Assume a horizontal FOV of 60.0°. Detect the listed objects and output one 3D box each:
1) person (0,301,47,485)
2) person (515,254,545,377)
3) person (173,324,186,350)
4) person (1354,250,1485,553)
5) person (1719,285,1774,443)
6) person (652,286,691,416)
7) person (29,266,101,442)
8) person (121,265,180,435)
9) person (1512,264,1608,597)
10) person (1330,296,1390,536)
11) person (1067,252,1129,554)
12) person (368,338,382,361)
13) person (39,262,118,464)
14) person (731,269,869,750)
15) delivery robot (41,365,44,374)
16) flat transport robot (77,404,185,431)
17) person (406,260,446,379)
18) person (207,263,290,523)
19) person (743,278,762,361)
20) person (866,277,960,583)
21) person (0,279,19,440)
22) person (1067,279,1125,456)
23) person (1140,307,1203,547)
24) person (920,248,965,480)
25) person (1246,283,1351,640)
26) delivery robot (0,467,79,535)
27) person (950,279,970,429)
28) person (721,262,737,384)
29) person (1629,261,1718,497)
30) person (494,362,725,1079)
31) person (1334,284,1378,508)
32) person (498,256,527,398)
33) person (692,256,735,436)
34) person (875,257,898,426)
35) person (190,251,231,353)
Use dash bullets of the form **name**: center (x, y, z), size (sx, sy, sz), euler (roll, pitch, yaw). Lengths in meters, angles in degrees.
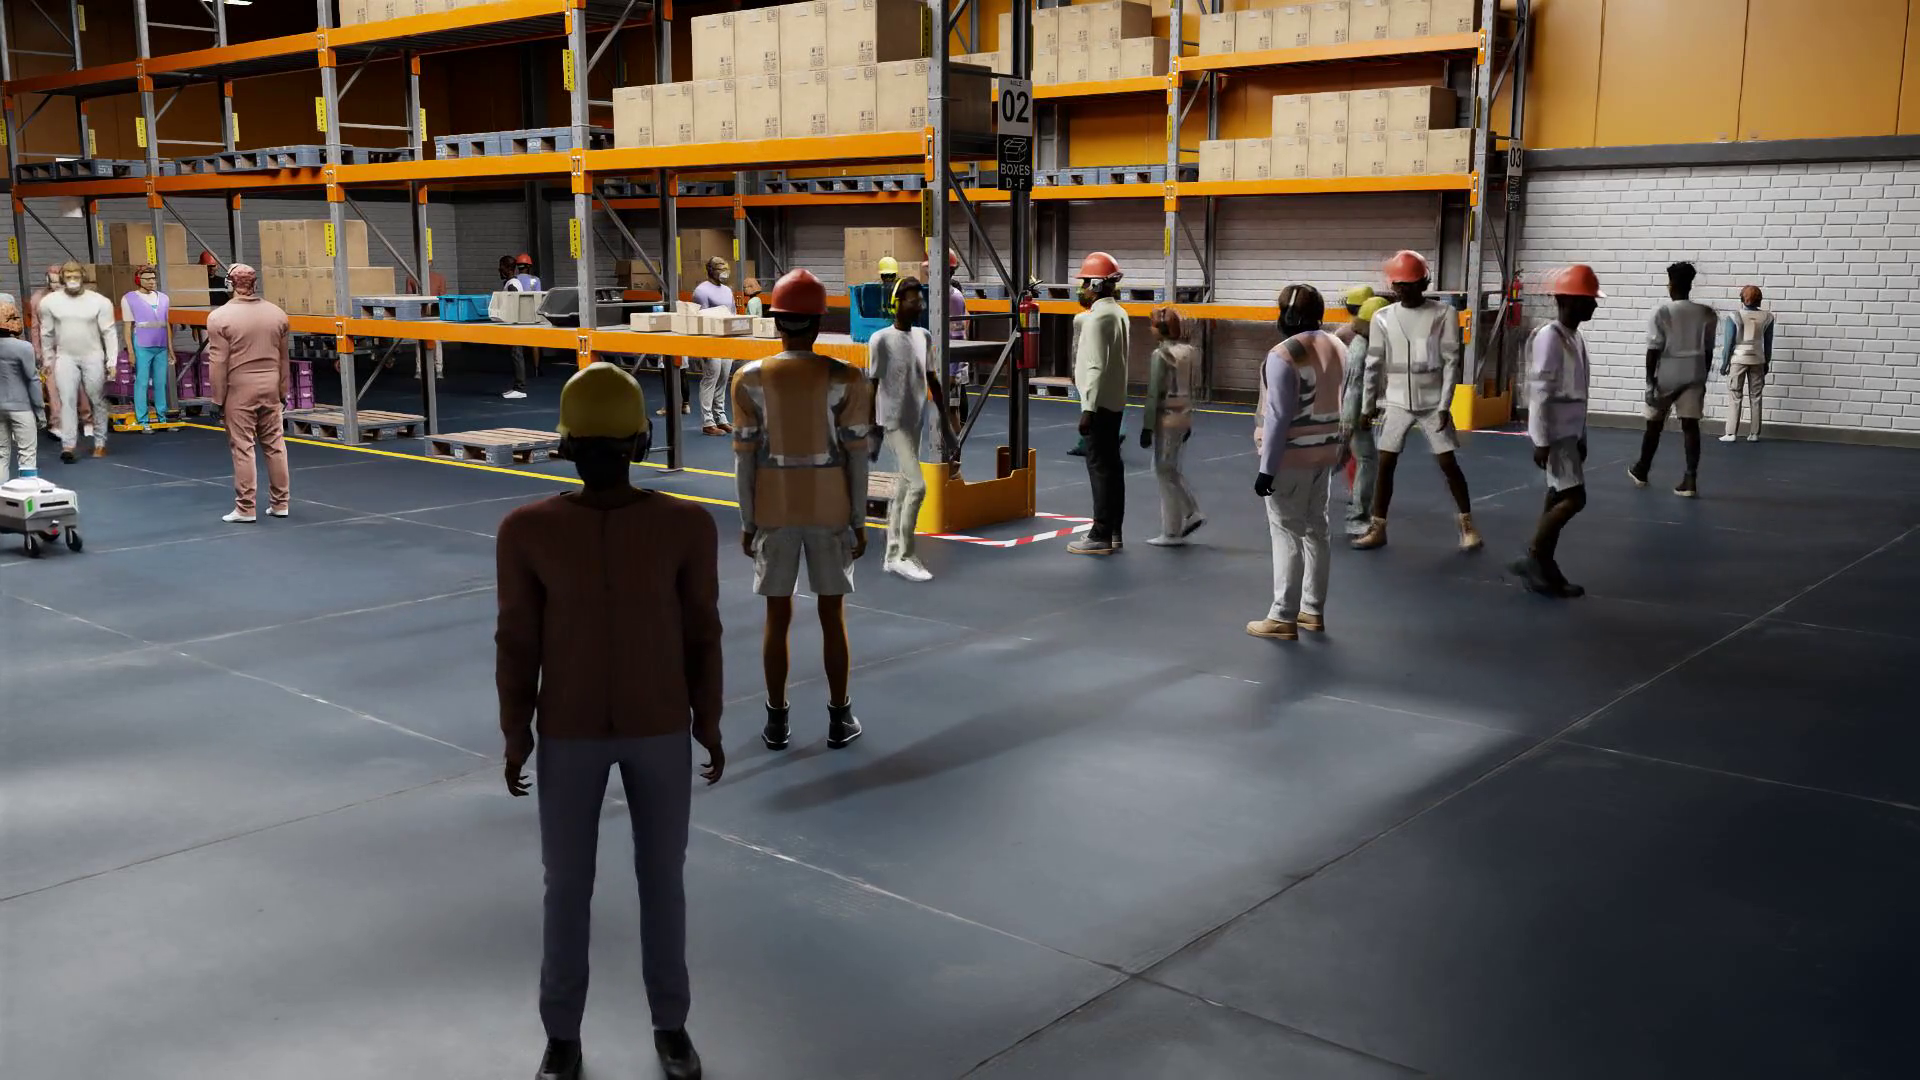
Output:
- **person**: center (-6.984, -0.935, 12.266), size (0.500, 1.633, 0.285), euler (1, 10, 7)
- **person**: center (-6.801, -3.506, 26.064), size (0.542, 1.928, 0.374), euler (0, 10, -2)
- **person**: center (-12.230, -3.375, 25.432), size (0.645, 1.885, 0.797), euler (-9, 13, -41)
- **person**: center (3.080, -0.908, 11.083), size (0.845, 2.004, 0.608), euler (6, 12, 32)
- **person**: center (8.192, -1.828, 17.331), size (0.523, 1.639, 0.306), euler (0, 10, -2)
- **person**: center (-3.501, -2.346, 20.142), size (0.322, 1.690, 0.533), euler (8, 12, 37)
- **person**: center (-9.420, -1.958, 17.527), size (0.676, 1.828, 1.067), euler (-3, 10, -17)
- **person**: center (-8.860, -2.070, 18.156), size (0.377, 1.836, 0.562), euler (4, 11, 24)
- **person**: center (3.493, -0.614, 9.596), size (0.399, 1.926, 0.567), euler (8, 12, 37)
- **person**: center (2.676, -0.882, 11.788), size (0.746, 1.696, 0.518), euler (3, 10, 14)
- **person**: center (0.930, -0.903, 11.052), size (0.382, 1.993, 0.622), euler (4, 11, 21)
- **person**: center (-10.453, -4.019, 29.868), size (0.539, 1.625, 0.309), euler (-2, 10, -11)
- **person**: center (-8.326, -1.671, 15.733), size (0.675, 1.885, 0.995), euler (-3, 11, -19)
- **person**: center (-0.636, -0.111, 6.707), size (0.543, 1.939, 0.355), euler (0, 10, -2)
- **delivery robot**: center (-12.420, -2.340, 23.065), size (0.707, 0.478, 0.477), euler (-4, 11, -21)
- **flat transport robot**: center (-9.371, -1.381, 18.677), size (1.431, 0.197, 0.652), euler (8, 13, 38)
- **person**: center (-8.258, -3.485, 25.761), size (0.623, 1.989, 0.401), euler (-2, 10, -10)
- **person**: center (-5.266, -1.079, 12.309), size (0.410, 1.909, 0.643), euler (6, 12, 33)
- **person**: center (-2.780, -2.720, 22.459), size (0.288, 1.626, 0.497), euler (0, 10, 2)
- **person**: center (-0.260, -0.673, 10.167), size (0.574, 1.854, 0.538), euler (7, 12, 36)
- **person**: center (-10.149, -1.968, 17.472), size (0.523, 1.870, 0.317), euler (-5, 11, -25)
- **person**: center (1.314, -1.643, 15.978), size (0.690, 1.747, 0.530), euler (8, 13, 39)
- **person**: center (1.404, -0.760, 11.267), size (0.345, 1.626, 0.528), euler (5, 11, 27)
- **person**: center (-0.162, -1.493, 14.263), size (0.368, 2.048, 0.607), euler (-4, 11, -23)
- **person**: center (1.742, -0.404, 8.651), size (0.429, 1.844, 0.627), euler (9, 14, 43)
- **delivery robot**: center (-6.223, -0.243, 11.125), size (0.707, 0.478, 0.477), euler (7, 12, 36)
- **person**: center (-0.083, -1.926, 17.724), size (0.320, 1.698, 0.531), euler (5, 11, 28)
- **person**: center (-3.463, -3.225, 24.770), size (0.610, 1.815, 0.620), euler (5, 11, 27)
- **person**: center (5.928, -1.340, 13.794), size (0.613, 1.910, 1.034), euler (0, 10, 1)
- **person**: center (-0.818, 0.461, 3.944), size (0.533, 1.765, 0.329), euler (-3, 10, -14)
- **person**: center (3.069, -1.142, 13.153), size (0.527, 1.755, 0.679), euler (-9, 13, -41)
- **person**: center (-6.061, -2.889, 22.575), size (0.379, 1.918, 0.596), euler (-3, 10, -17)
- **person**: center (-2.634, -2.099, 18.025), size (0.372, 1.940, 0.631), euler (4, 11, 22)
- **person**: center (-0.770, -2.080, 17.949), size (0.588, 1.927, 0.365), euler (-1, 10, -6)
- **person**: center (-10.009, -2.873, 22.300), size (0.400, 1.986, 0.620), euler (9, 13, 40)
